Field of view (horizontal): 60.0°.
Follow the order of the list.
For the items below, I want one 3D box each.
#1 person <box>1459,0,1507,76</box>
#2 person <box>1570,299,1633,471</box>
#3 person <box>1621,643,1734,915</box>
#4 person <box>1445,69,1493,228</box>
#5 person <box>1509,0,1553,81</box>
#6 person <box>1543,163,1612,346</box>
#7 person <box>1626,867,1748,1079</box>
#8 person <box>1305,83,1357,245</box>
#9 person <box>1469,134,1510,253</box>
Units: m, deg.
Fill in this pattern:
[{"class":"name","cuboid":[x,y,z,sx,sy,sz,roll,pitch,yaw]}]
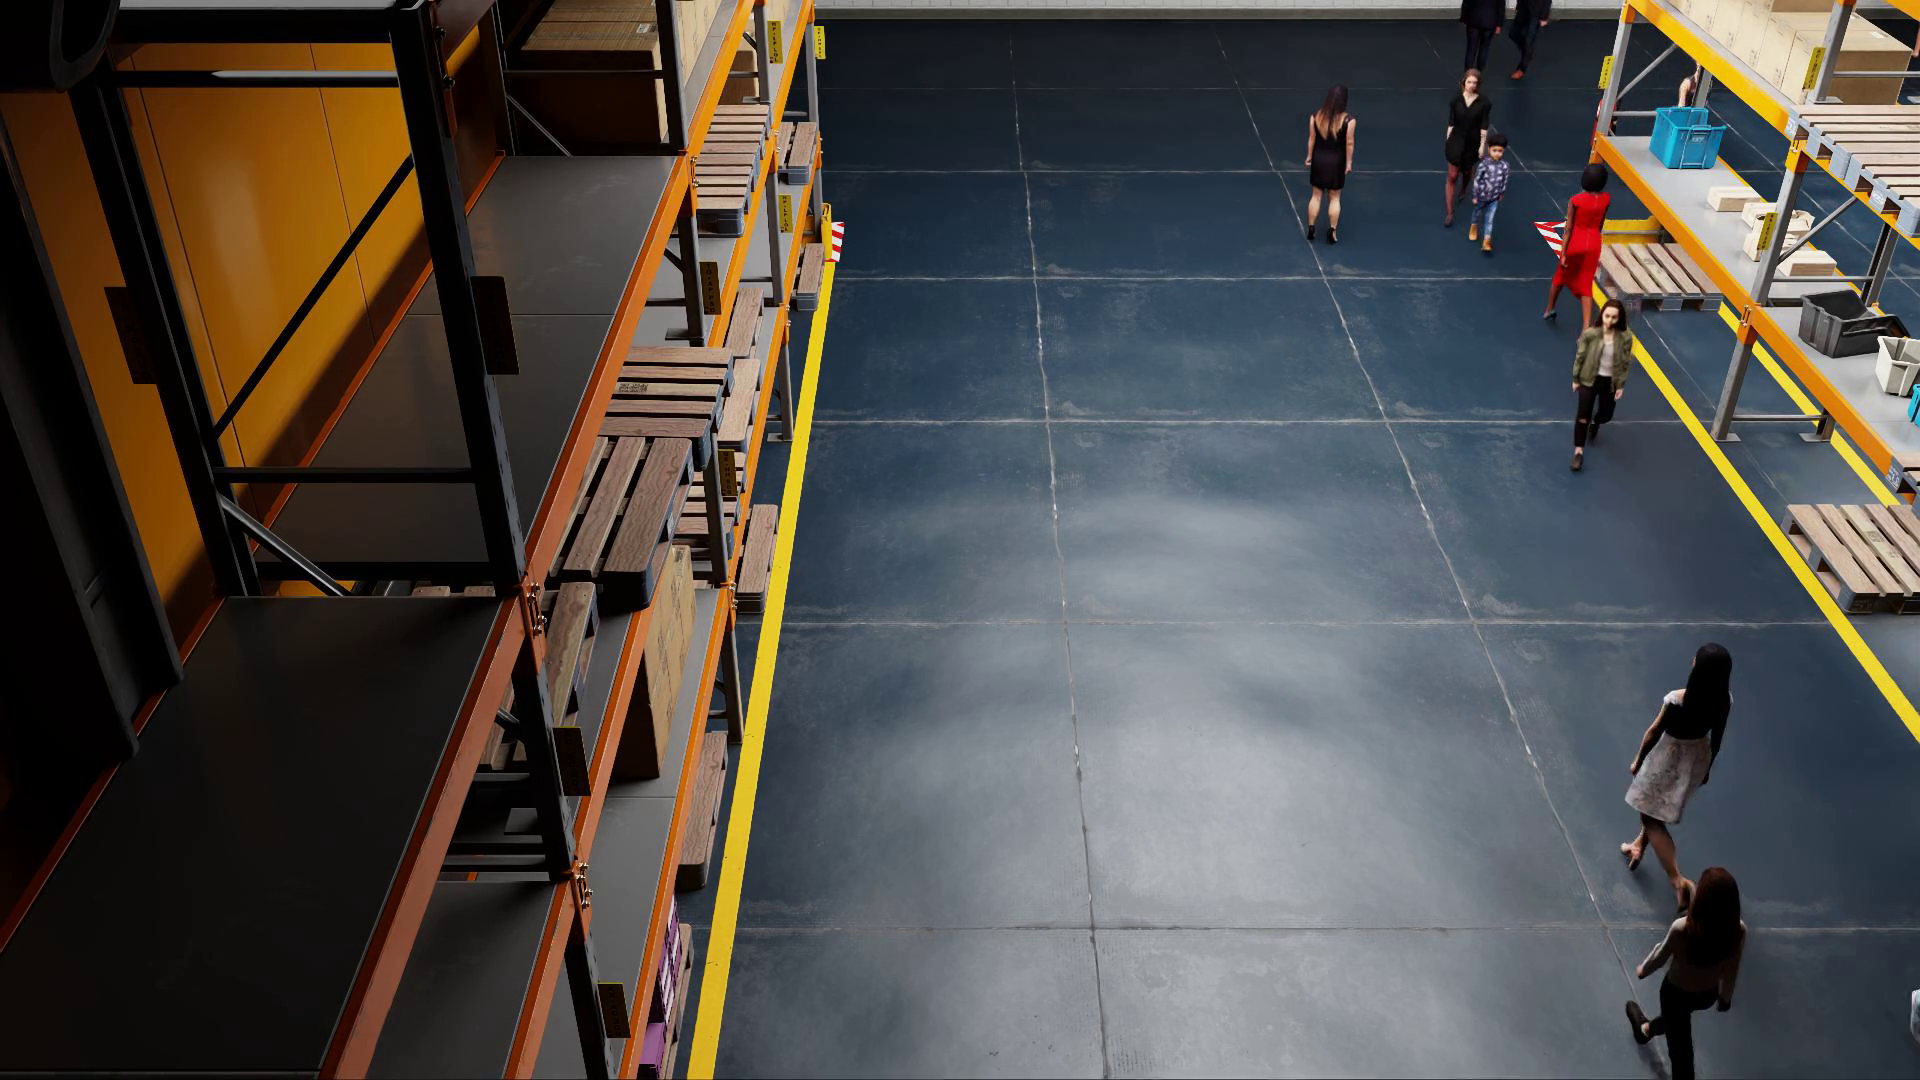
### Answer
[{"class":"person","cuboid":[6.748,-6.656,21.538,0.850,1.783,1.042,9,35,14]},{"class":"person","cuboid":[5.316,-1.329,13.812,0.737,1.463,0.940,10,35,15]},{"class":"person","cuboid":[4.097,1.376,9.483,0.717,1.752,1.055,-4,34,-6]},{"class":"person","cuboid":[5.506,-4.304,18.100,0.871,1.671,1.146,10,35,15]},{"class":"person","cuboid":[7.676,-7.080,22.166,0.982,1.793,0.921,-21,39,-28]},{"class":"person","cuboid":[5.852,-2.632,15.557,0.587,1.702,1.074,-1,34,-2]},{"class":"person","cuboid":[3.686,2.331,8.333,0.635,1.432,1.004,-5,34,-8]},{"class":"person","cuboid":[3.891,-3.960,17.540,0.750,1.718,0.756,15,37,22]},{"class":"person","cuboid":[5.578,-3.698,17.594,0.568,1.223,0.902,4,34,6]}]
